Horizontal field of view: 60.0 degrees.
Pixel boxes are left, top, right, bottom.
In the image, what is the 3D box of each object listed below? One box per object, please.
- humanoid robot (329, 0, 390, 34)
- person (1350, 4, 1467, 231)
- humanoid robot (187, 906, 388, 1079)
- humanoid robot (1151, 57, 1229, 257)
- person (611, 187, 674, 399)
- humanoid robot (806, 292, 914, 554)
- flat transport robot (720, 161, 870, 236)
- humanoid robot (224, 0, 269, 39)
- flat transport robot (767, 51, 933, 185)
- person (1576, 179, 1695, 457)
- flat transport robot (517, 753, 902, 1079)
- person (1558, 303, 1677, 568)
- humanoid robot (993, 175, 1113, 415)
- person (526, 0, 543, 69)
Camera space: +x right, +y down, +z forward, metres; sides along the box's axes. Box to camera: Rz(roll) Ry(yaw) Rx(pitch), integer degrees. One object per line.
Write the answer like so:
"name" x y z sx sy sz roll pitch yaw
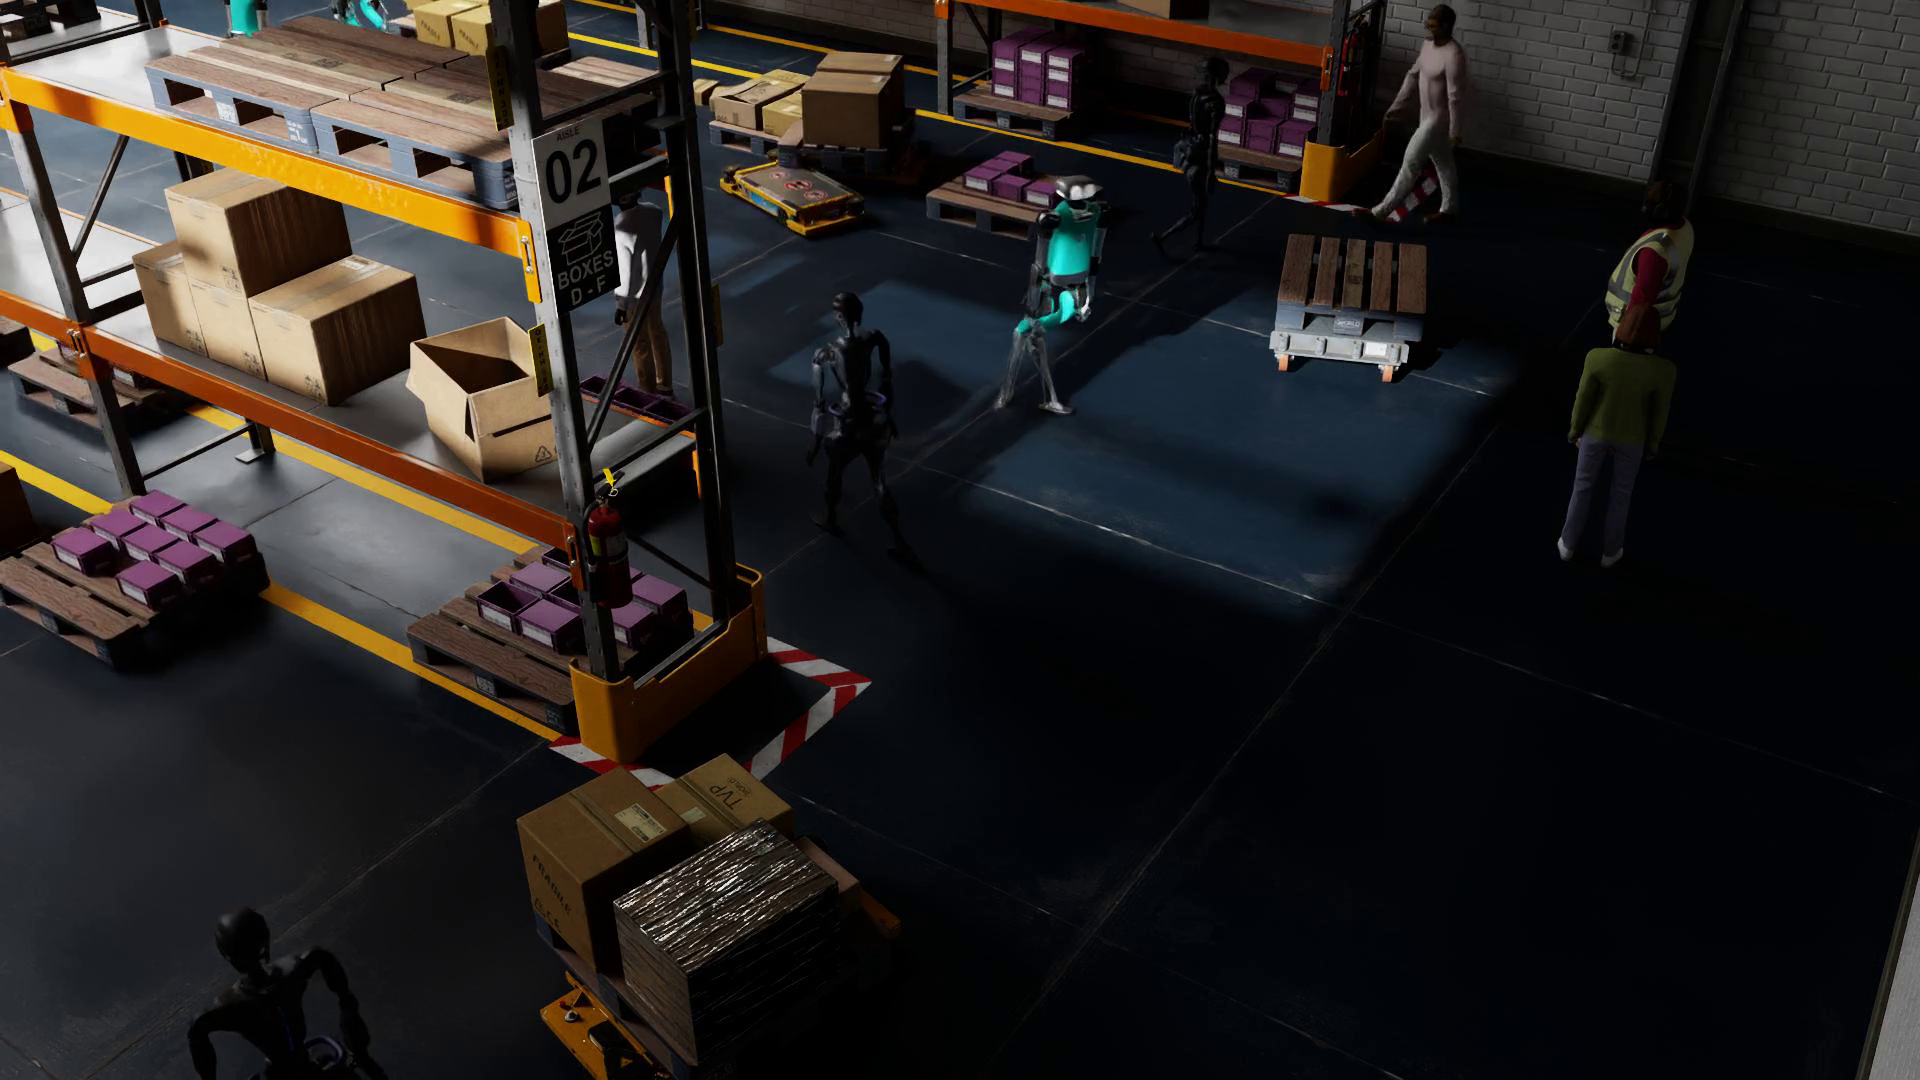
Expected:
"humanoid robot" -6.044 -5.396 16.845 0.532 1.746 1.011 -26 41 -34
"person" 3.803 -3.458 13.705 1.045 1.882 0.628 -1 33 -2
"humanoid robot" -2.248 1.914 5.650 0.342 1.651 0.616 26 41 34
"humanoid robot" 1.842 -3.055 13.302 0.643 1.632 0.608 -6 34 -9
"person" -2.151 -1.674 11.078 0.320 1.755 0.571 10 34 16
"humanoid robot" -0.596 -0.663 9.649 0.613 1.630 0.786 -25 40 -33
"flat transport robot" -1.457 -3.016 14.509 0.659 0.231 1.431 -22 39 -30
"humanoid robot" -6.505 -4.153 14.916 0.590 1.778 0.871 19 37 26
"flat transport robot" -1.010 -3.493 15.241 1.431 0.231 0.659 6 34 9
"person" 4.313 -1.408 10.596 0.429 1.844 0.626 21 38 28
"flat transport robot" -0.999 1.806 7.097 1.431 0.231 0.659 -26 41 -34
"person" 3.748 -0.593 9.530 0.504 1.631 0.276 13 35 20
"humanoid robot" 0.543 -1.651 11.062 0.589 1.773 0.879 -17 37 -25
"person" -3.956 -4.384 15.084 0.432 1.944 0.481 3 33 5
